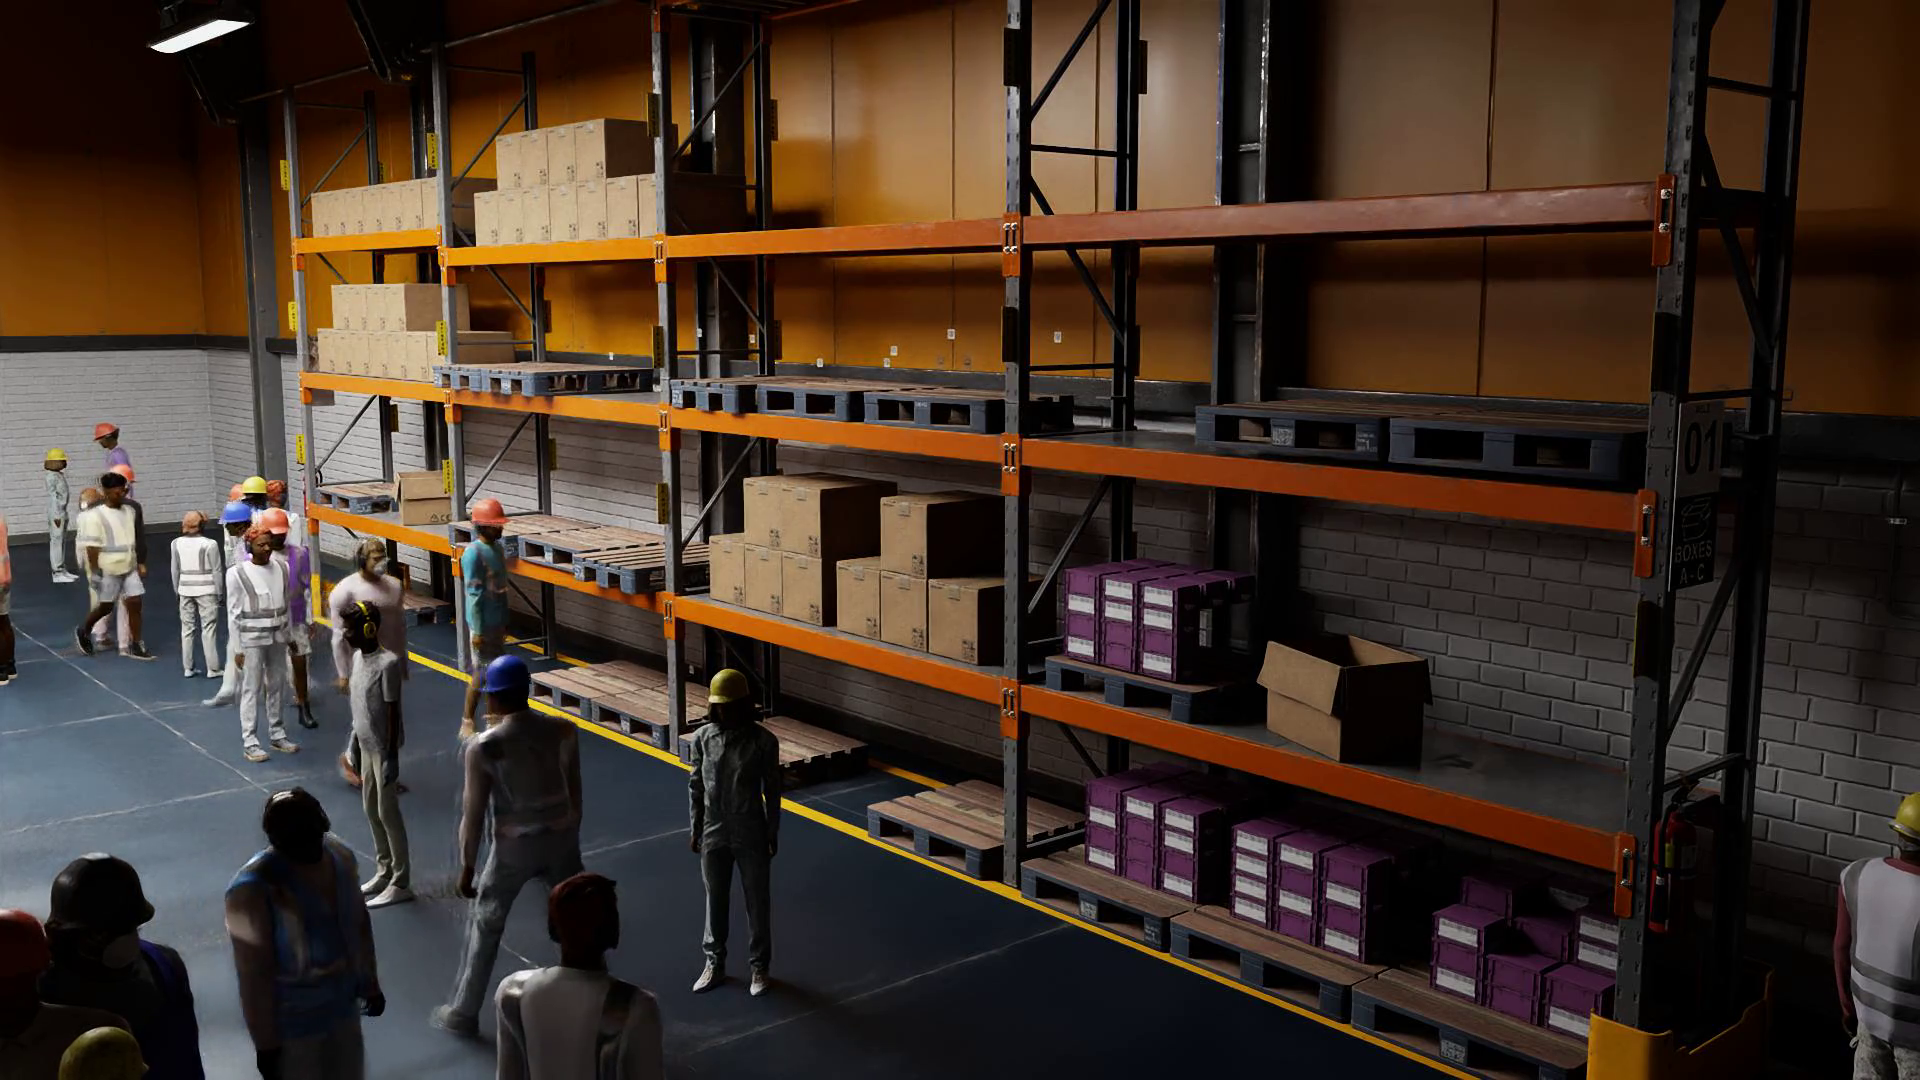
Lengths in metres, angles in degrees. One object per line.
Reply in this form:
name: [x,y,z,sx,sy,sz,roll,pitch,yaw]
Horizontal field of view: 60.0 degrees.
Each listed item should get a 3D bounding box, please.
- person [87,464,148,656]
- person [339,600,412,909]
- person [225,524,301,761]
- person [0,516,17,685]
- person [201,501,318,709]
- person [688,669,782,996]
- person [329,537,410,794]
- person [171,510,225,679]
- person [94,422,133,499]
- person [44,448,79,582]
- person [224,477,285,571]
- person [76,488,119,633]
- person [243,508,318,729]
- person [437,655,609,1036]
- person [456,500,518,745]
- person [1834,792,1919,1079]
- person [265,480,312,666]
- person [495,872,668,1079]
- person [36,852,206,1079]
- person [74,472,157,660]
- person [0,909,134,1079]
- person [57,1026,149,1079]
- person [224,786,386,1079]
person: [-8.684,0.200,17.228,0.652,1.966,0.496,3,9,18]
person: [-3.553,1.283,10.085,0.523,1.856,0.348,8,11,44]
person: [-5.551,0.809,13.285,0.365,1.881,0.595,4,9,28]
person: [-9.229,0.403,15.799,0.370,1.965,0.608,-1,8,-9]
person: [-6.256,0.585,14.816,1.003,1.898,0.618,-2,8,-13]
person: [-1.189,1.530,8.739,0.494,1.743,0.308,1,8,9]
person: [-4.311,0.930,12.259,0.443,1.929,0.649,4,9,29]
person: [-7.352,0.529,16.066,0.523,1.636,0.310,1,8,10]
person: [-11.477,-0.597,22.613,0.418,2.013,0.649,-5,9,-30]
person: [-11.700,-0.324,21.625,0.294,1.744,0.485,-3,9,-17]
person: [-6.921,0.337,16.409,0.588,1.923,0.383,0,8,-3]
person: [-9.517,0.205,18.431,0.505,1.604,0.733,3,9,21]
person: [-5.736,0.679,14.057,0.548,1.923,0.390,-7,11,-39]
person: [-2.214,1.526,8.311,0.794,1.894,0.559,-6,10,-34]
person: [-3.912,0.677,13.740,0.508,2.045,0.690,1,8,6]
person: [3.628,1.832,6.330,0.404,1.830,0.602,-3,9,-20]
person: [-6.754,0.344,16.498,0.585,1.882,0.337,1,8,8]
person: [-1.163,1.965,5.222,0.583,1.883,0.338,2,9,16]
person: [-2.502,1.919,5.005,0.537,2.000,0.682,3,9,19]
person: [-8.630,0.262,16.894,0.837,1.942,0.607,3,9,20]
person: [-2.632,1.990,4.717,0.617,1.986,0.408,-4,9,-24]
person: [-2.256,2.151,4.465,0.487,1.737,0.322,2,8,14]
person: [-2.499,1.824,6.438,0.429,1.821,0.730,3,9,17]
